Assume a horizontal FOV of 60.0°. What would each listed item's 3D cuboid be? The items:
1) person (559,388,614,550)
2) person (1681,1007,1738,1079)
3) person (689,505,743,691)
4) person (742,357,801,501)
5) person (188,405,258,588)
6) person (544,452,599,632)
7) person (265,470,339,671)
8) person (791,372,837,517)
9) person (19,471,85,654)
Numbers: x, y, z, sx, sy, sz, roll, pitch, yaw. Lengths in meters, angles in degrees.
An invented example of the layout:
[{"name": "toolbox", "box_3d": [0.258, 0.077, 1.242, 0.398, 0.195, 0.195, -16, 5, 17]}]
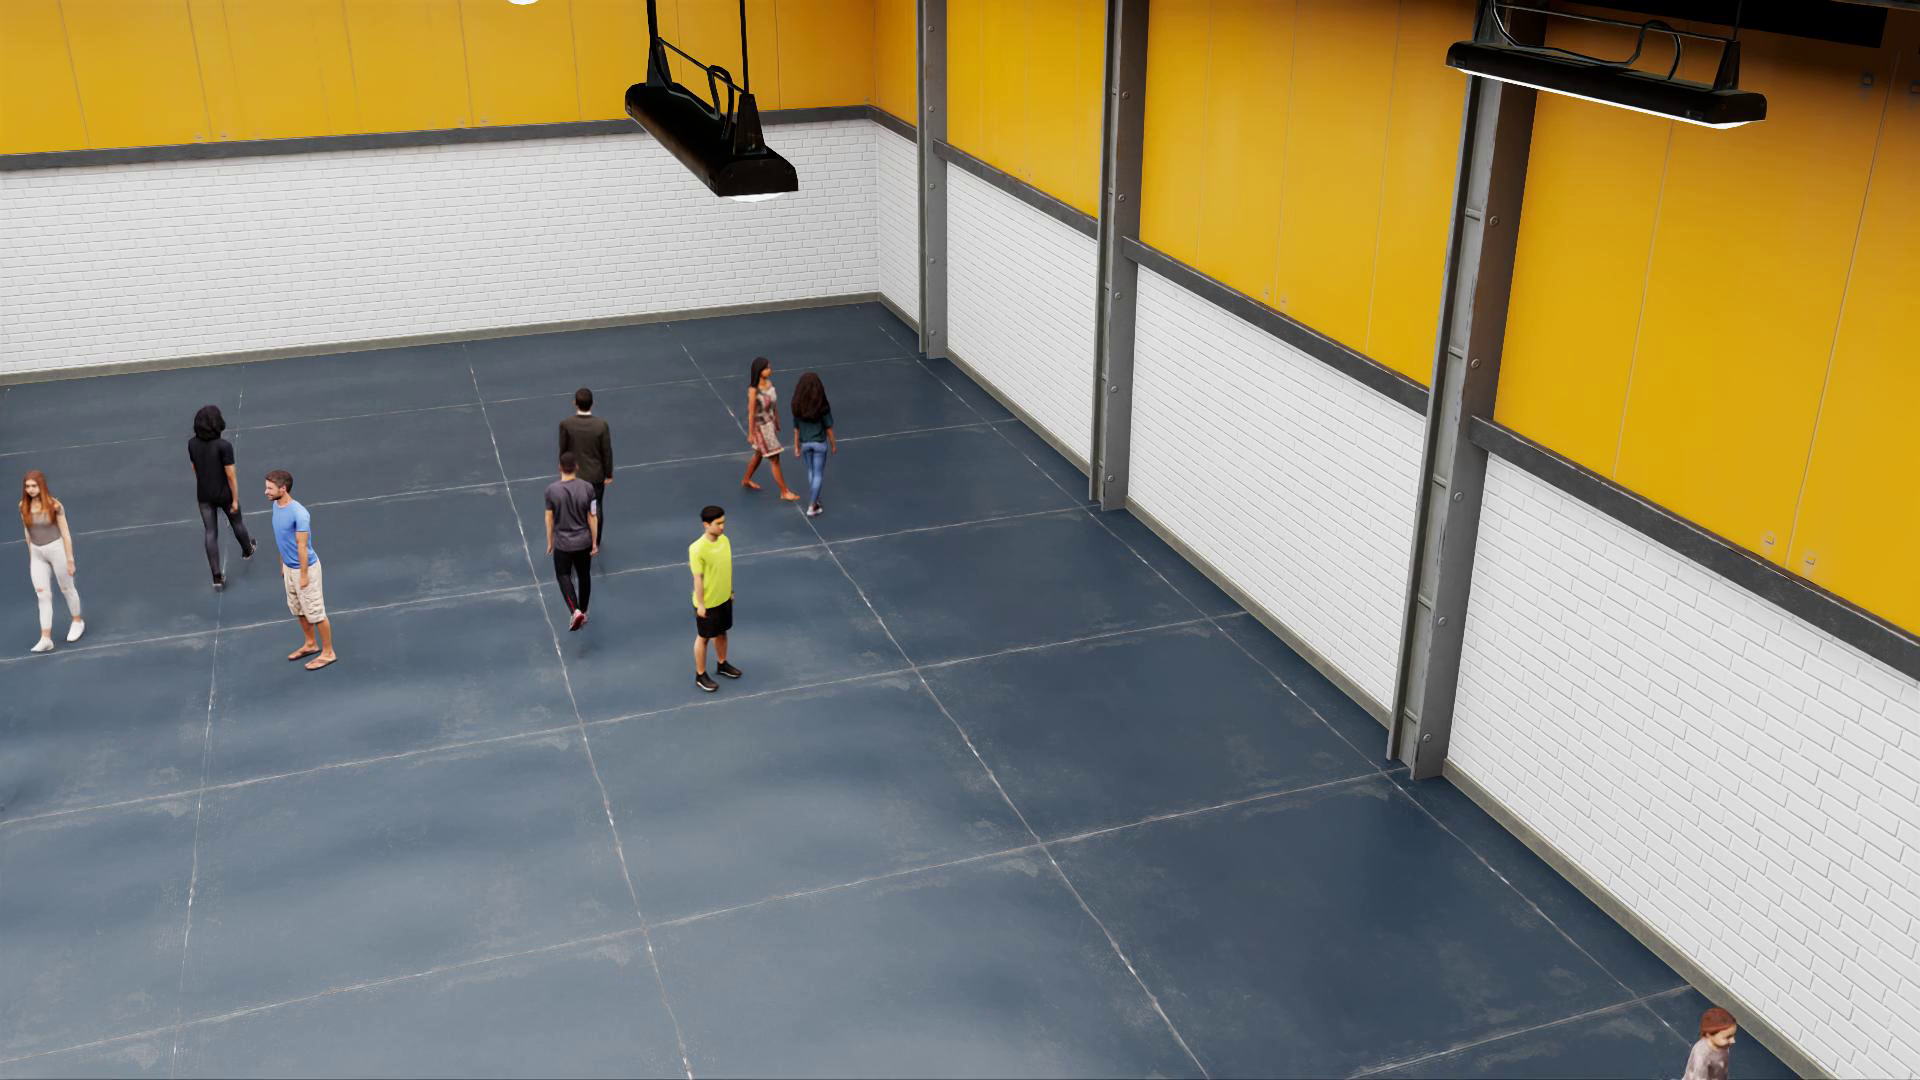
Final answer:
[{"name": "person", "box_3d": [-3.842, -0.664, 17.082, 0.784, 1.791, 0.995, -4, 24, -10]}, {"name": "person", "box_3d": [4.068, 3.085, 9.288, 0.571, 1.163, 0.847, -14, 27, -29]}, {"name": "person", "box_3d": [-2.181, 0.480, 14.571, 0.719, 1.704, 0.695, 16, 28, 32]}, {"name": "person", "box_3d": [-2.266, -1.240, 18.665, 1.082, 1.576, 1.055, 9, 25, 20]}, {"name": "person", "box_3d": [-7.412, -0.401, 16.486, 0.897, 1.785, 1.230, -1, 24, -3]}, {"name": "person", "box_3d": [-3.603, 0.060, 15.484, 0.634, 1.743, 0.918, -8, 25, -18]}, {"name": "person", "box_3d": [-5.927, 0.233, 14.939, 0.681, 1.863, 0.791, 18, 29, 35]}, {"name": "person", "box_3d": [-1.624, -1.034, 18.162, 0.756, 1.604, 0.818, 5, 24, 12]}, {"name": "person", "box_3d": [-8.343, 0.134, 15.354, 0.812, 1.711, 1.018, 0, 24, 0]}]
